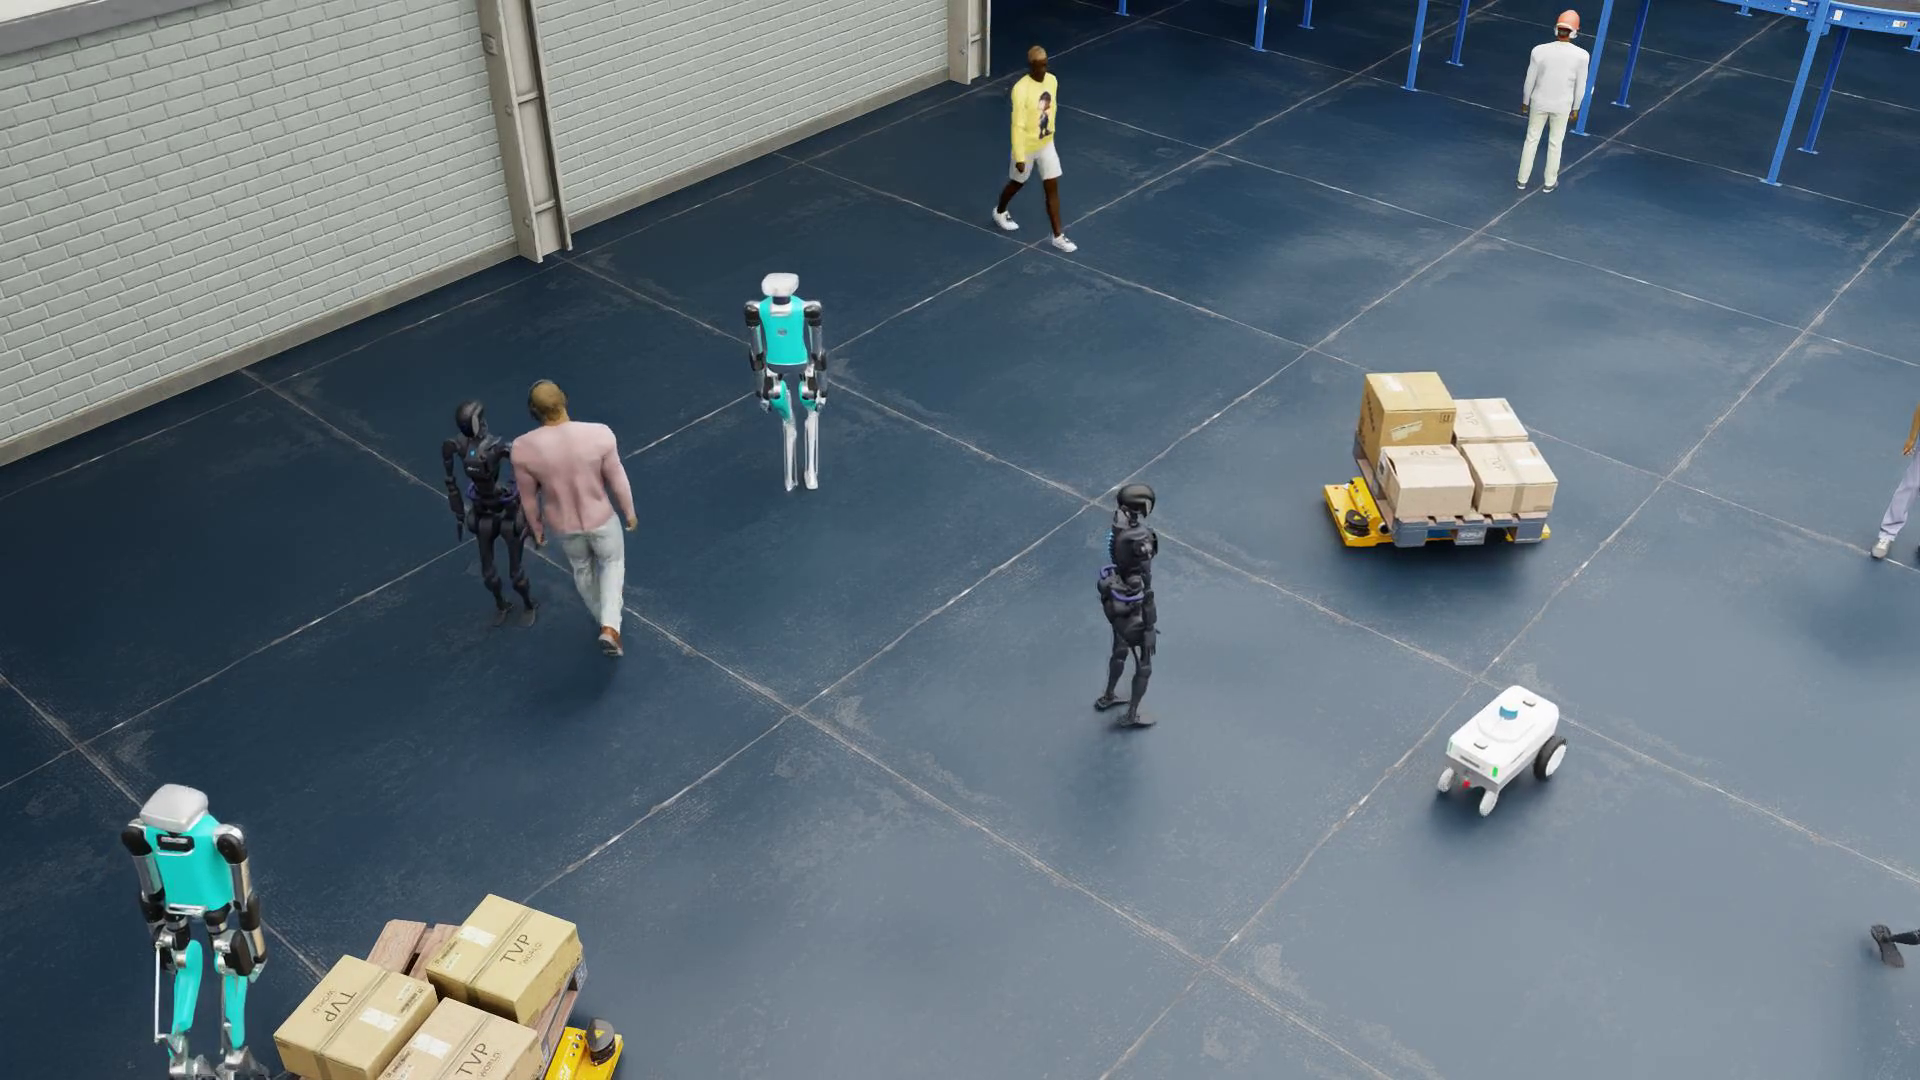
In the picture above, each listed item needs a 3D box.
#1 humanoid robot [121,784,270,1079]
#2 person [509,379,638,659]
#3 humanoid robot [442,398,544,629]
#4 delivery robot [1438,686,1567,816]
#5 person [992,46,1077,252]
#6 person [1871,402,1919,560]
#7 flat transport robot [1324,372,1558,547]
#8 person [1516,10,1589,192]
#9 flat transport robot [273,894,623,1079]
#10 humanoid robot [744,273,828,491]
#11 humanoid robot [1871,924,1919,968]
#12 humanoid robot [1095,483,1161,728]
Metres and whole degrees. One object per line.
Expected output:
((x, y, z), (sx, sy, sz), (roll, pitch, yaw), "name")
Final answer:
((-3.391, 1.974, 7.381), (0.555, 1.811, 0.764), (2, 36, 3), "humanoid robot")
((-2.317, -0.094, 10.121), (0.692, 1.900, 0.678), (-3, 36, -4), "person")
((-2.886, -0.155, 10.395), (0.590, 1.658, 0.327), (5, 36, 7), "humanoid robot")
((3.095, 1.155, 9.505), (0.769, 0.577, 0.499), (-29, 45, -34), "delivery robot")
((0.657, -3.584, 15.067), (0.578, 1.842, 1.013), (-26, 43, -31), "person")
((6.545, -0.652, 10.943), (0.563, 1.846, 0.397), (16, 38, 21), "person")
((3.353, -0.233, 11.715), (1.431, 0.231, 0.659), (-2, 36, -3), "flat transport robot")
((5.712, -4.228, 16.052), (0.562, 1.741, 0.336), (14, 38, 19), "person")
((-2.386, 2.508, 7.866), (1.431, 0.231, 0.659), (5, 36, 7), "flat transport robot")
((-1.163, -1.127, 11.732), (0.545, 1.830, 0.667), (3, 36, 4), "humanoid robot")
((4.914, 1.624, 7.935), (0.613, 1.637, 0.752), (-9, 36, -12), "humanoid robot")
((0.993, 0.358, 9.669), (0.347, 1.655, 0.586), (-11, 37, -14), "humanoid robot")
